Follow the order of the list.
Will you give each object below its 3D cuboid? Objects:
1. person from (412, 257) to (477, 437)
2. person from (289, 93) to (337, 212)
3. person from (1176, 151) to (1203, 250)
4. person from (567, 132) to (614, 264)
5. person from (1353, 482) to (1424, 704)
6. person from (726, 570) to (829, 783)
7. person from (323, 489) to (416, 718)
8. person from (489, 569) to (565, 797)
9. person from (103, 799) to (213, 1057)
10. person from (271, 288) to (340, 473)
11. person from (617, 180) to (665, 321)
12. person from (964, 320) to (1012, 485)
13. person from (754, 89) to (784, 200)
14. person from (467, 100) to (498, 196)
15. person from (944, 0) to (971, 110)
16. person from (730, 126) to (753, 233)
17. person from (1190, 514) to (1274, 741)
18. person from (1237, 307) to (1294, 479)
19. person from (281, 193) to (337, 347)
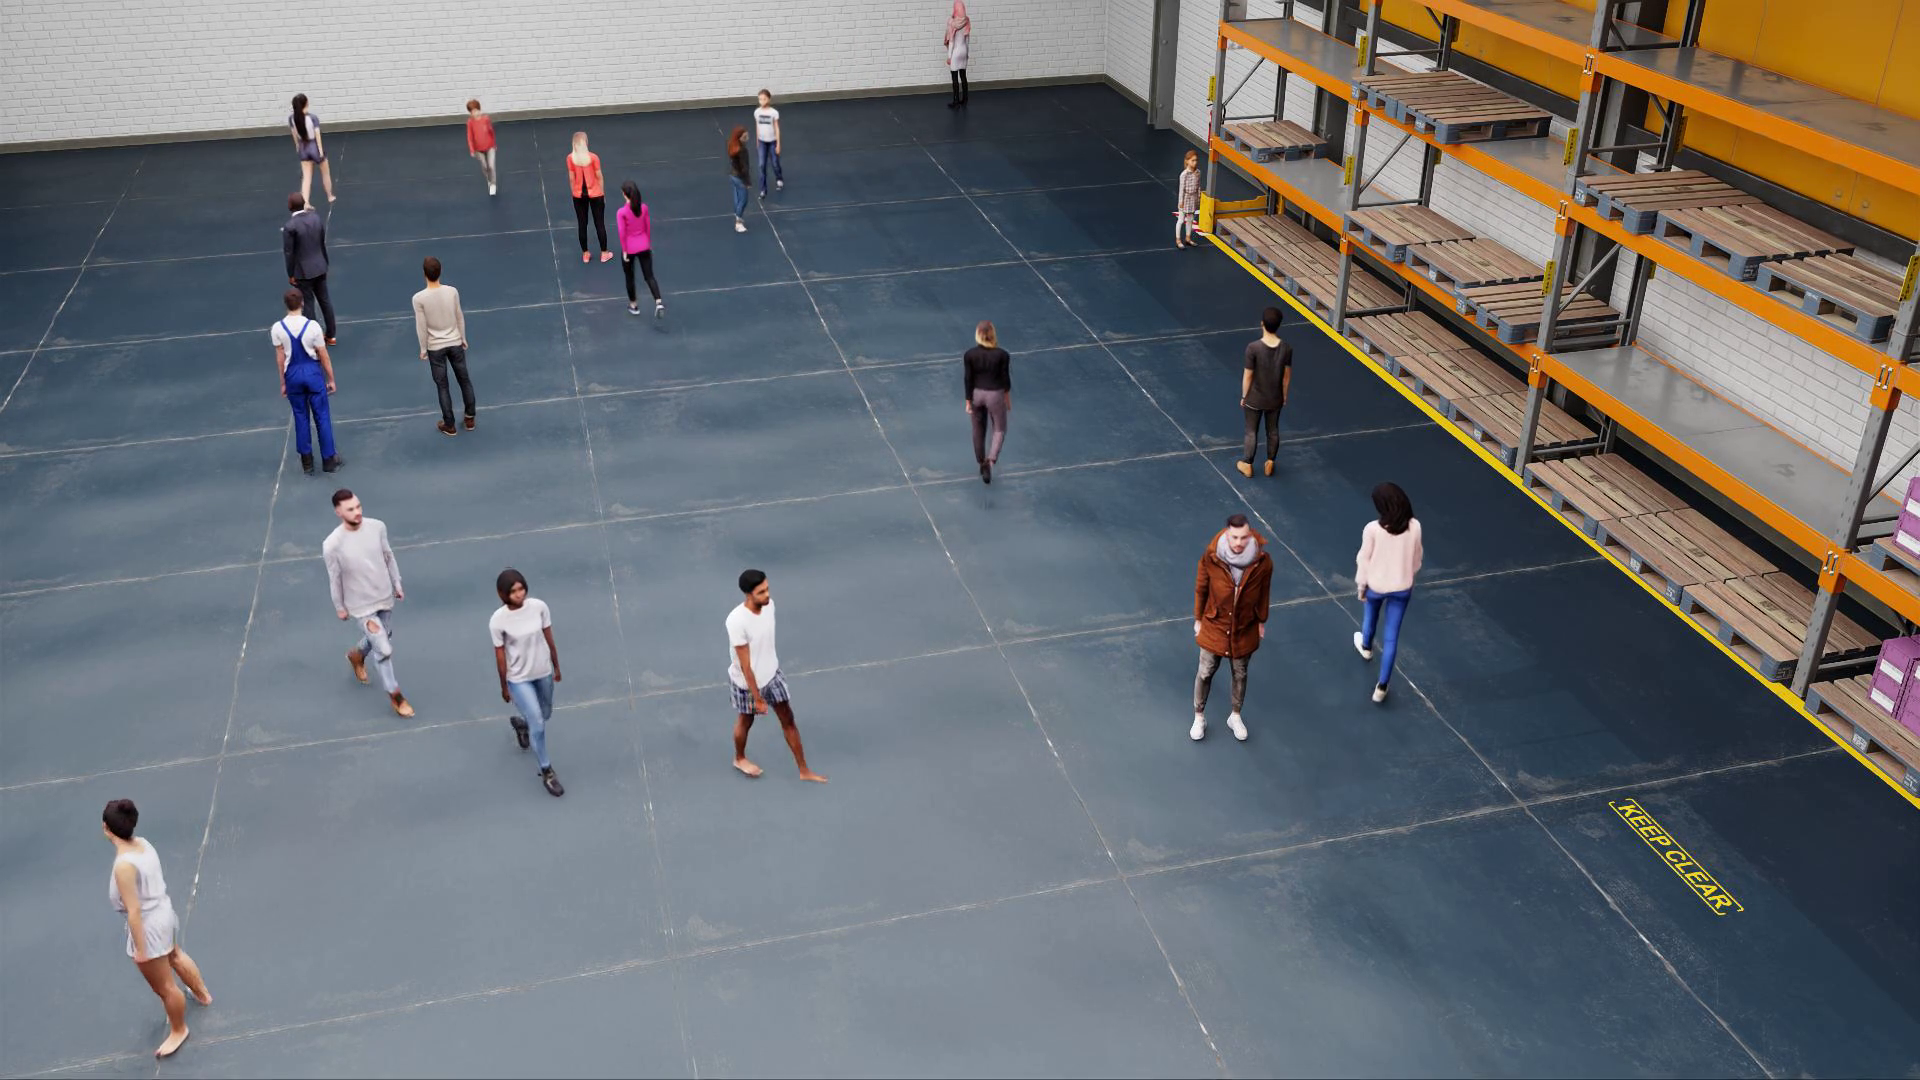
[{"bbox_3d":[-5.214,-1.959,16.824,0.720,1.868,0.690,-18,33,-30],"label":"person"},{"bbox_3d":[-9.195,-5.432,23.456,0.831,1.614,1.096,3,29,5],"label":"person"},{"bbox_3d":[3.047,-4.547,22.150,0.588,1.311,0.584,-17,33,-28],"label":"person"},{"bbox_3d":[-4.827,-4.446,21.563,0.656,1.695,0.639,2,29,3],"label":"person"},{"bbox_3d":[3.239,0.435,12.587,0.942,1.721,1.156,5,29,10],"label":"person"},{"bbox_3d":[-1.498,0.954,11.664,1.106,1.696,1.012,18,34,30],"label":"person"},{"bbox_3d":[-4.495,0.420,12.524,1.223,1.809,1.099,20,34,32],"label":"person"},{"bbox_3d":[-3.053,0.941,11.687,0.881,1.696,1.107,-22,36,-35],"label":"person"},{"bbox_3d":[-4.599,2.196,9.453,0.763,1.632,0.471,-17,33,-28],"label":"person"},{"bbox_3d":[-6.331,-1.520,16.044,0.661,1.844,0.575,-7,29,-12],"label":"person"},{"bbox_3d":[-3.772,-3.390,19.648,0.800,1.675,1.144,-17,33,-29],"label":"person"},{"bbox_3d":[0.258,-1.255,15.756,0.797,1.654,0.953,4,29,7],"label":"person"},{"bbox_3d":[-2.762,-5.797,24.219,0.834,1.524,1.123,4,29,8],"label":"person"},{"bbox_3d":[-6.925,-5.751,24.292,0.567,1.373,0.821,-9,30,-16],"label":"person"},{"bbox_3d":[-0.030,-8.353,28.612,0.727,1.804,0.731,-21,35,-34],"label":"person"},{"bbox_3d":[-3.035,-4.993,22.813,0.764,1.458,0.468,-19,34,-31],"label":"person"},{"bbox_3d":[1.962,0.628,12.114,0.790,1.837,0.794,0,29,0],"label":"person"},{"bbox_3d":[2.932,-1.416,15.985,0.660,1.717,0.617,-2,29,-3],"label":"person"},{"bbox_3d":[-7.377,-3.044,18.863,0.840,1.820,0.789,17,33,28],"label":"person"}]
